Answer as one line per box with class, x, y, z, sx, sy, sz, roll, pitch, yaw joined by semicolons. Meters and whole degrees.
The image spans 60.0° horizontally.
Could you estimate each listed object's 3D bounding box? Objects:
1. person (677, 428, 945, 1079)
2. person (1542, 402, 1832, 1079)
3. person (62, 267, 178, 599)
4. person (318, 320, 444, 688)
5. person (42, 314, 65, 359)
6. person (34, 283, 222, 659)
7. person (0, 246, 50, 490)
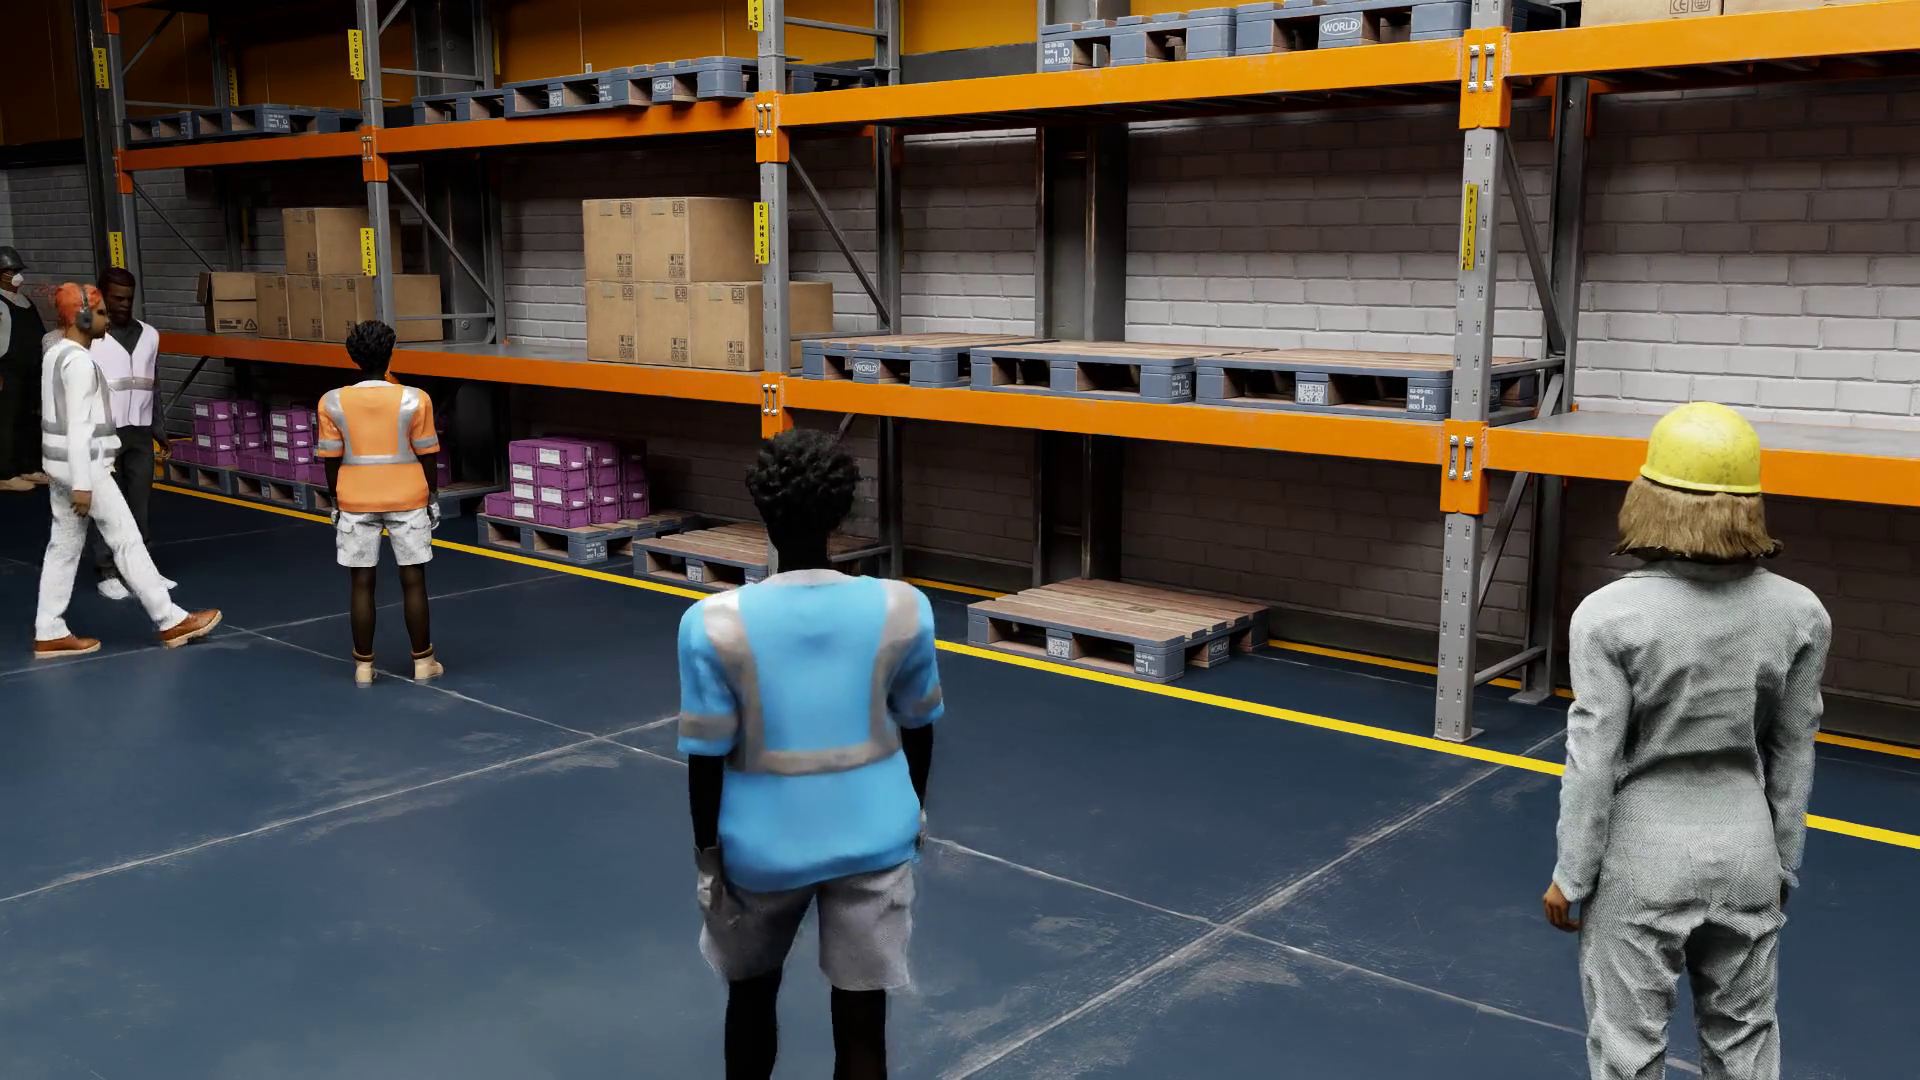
person;-0.312;0.597;3.448;0.544;1.672;0.727;-2;10;-11
person;1.346;0.612;3.142;0.484;1.745;0.296;-1;10;-4
person;-4.907;-0.628;9.721;0.391;1.914;0.587;5;11;26
person;-2.655;-0.160;7.665;0.535;1.699;0.318;-2;10;-10
person;-7.152;-1.156;13.514;0.282;1.636;0.500;8;13;40
person;-4.229;-0.342;8.286;0.876;1.844;0.607;-8;13;-39
person;-7.935;-1.449;14.031;0.537;2.000;0.678;0;10;-1
